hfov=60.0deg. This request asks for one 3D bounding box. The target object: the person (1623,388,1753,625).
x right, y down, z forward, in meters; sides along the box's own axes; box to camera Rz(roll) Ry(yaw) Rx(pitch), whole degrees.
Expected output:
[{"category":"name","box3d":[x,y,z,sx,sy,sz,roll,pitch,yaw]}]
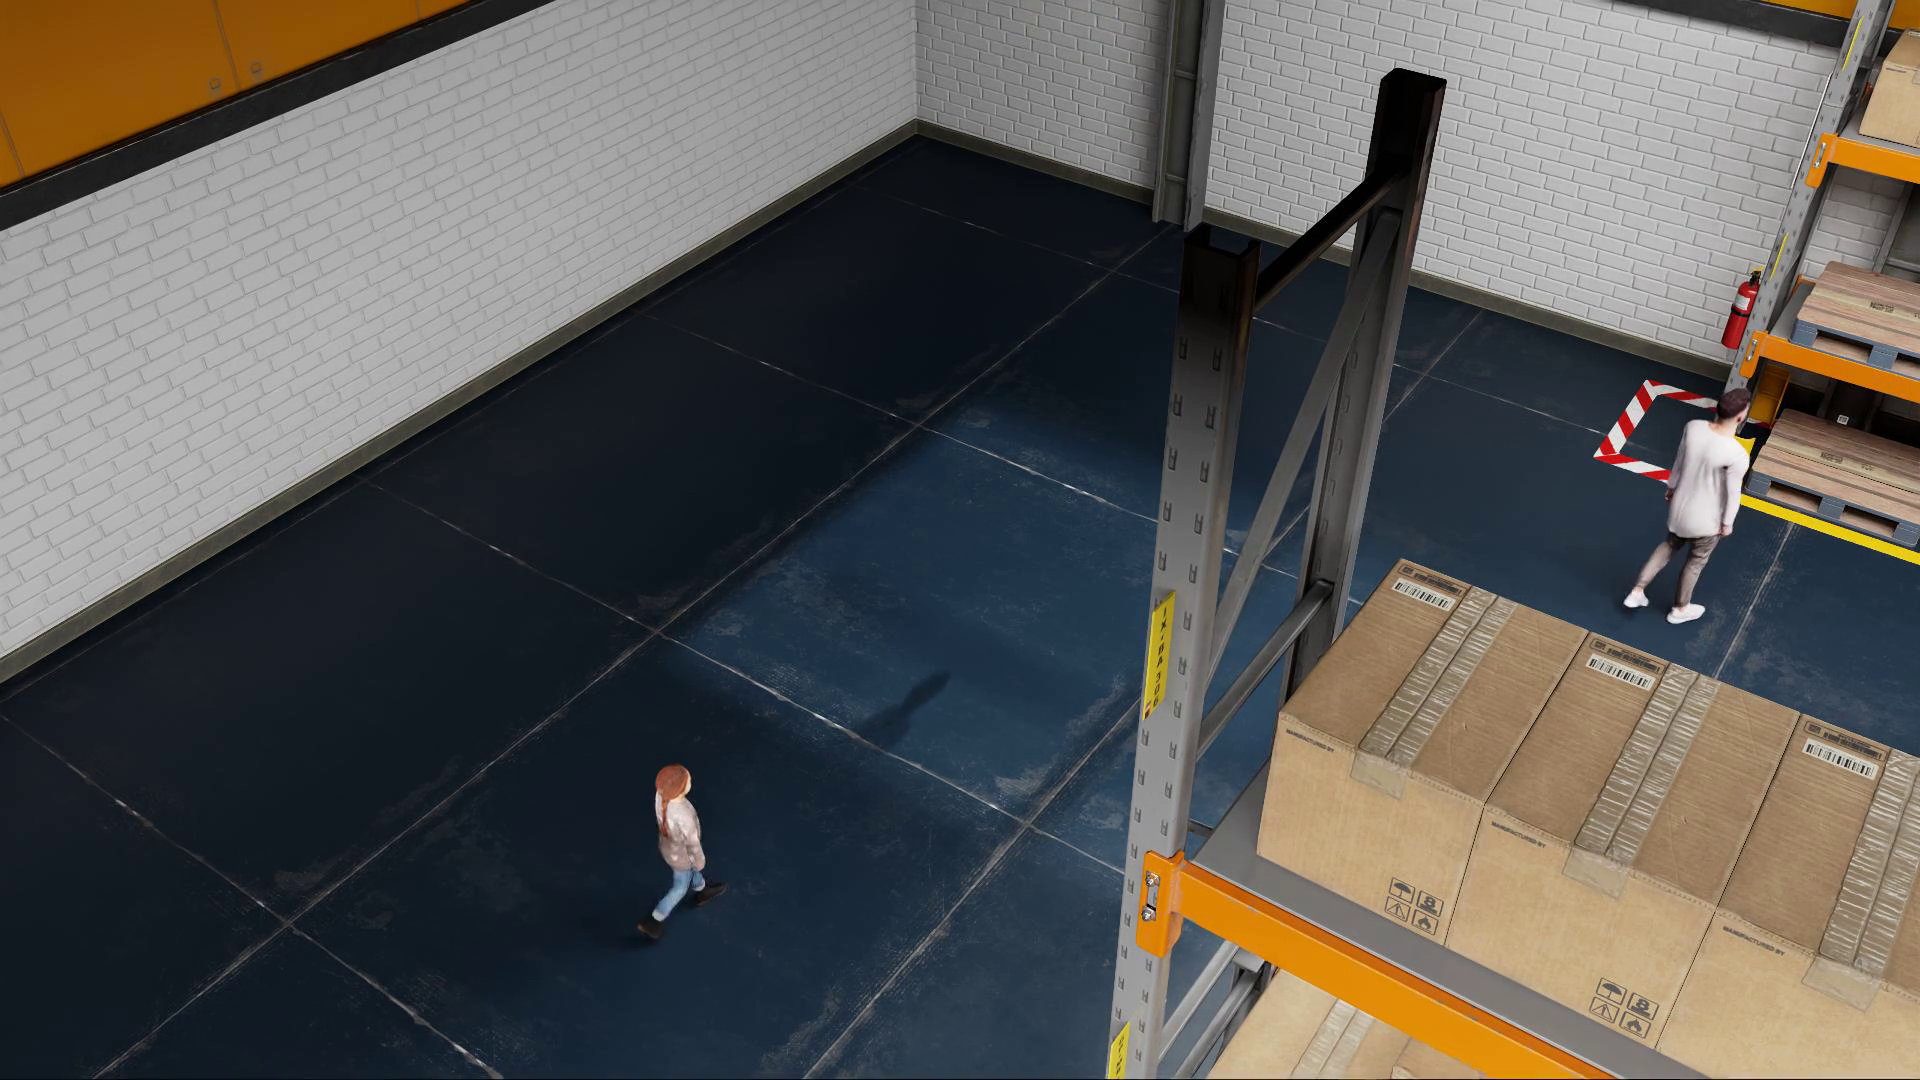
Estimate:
[{"category":"person","box3d":[4.782,-0.209,10.823,0.912,1.838,0.863,-16,41,-19]}]

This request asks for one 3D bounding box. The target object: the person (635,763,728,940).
[{"category":"person","box3d":[-1.558,1.683,8.983,0.717,1.178,0.815,-25,45,-28]}]
